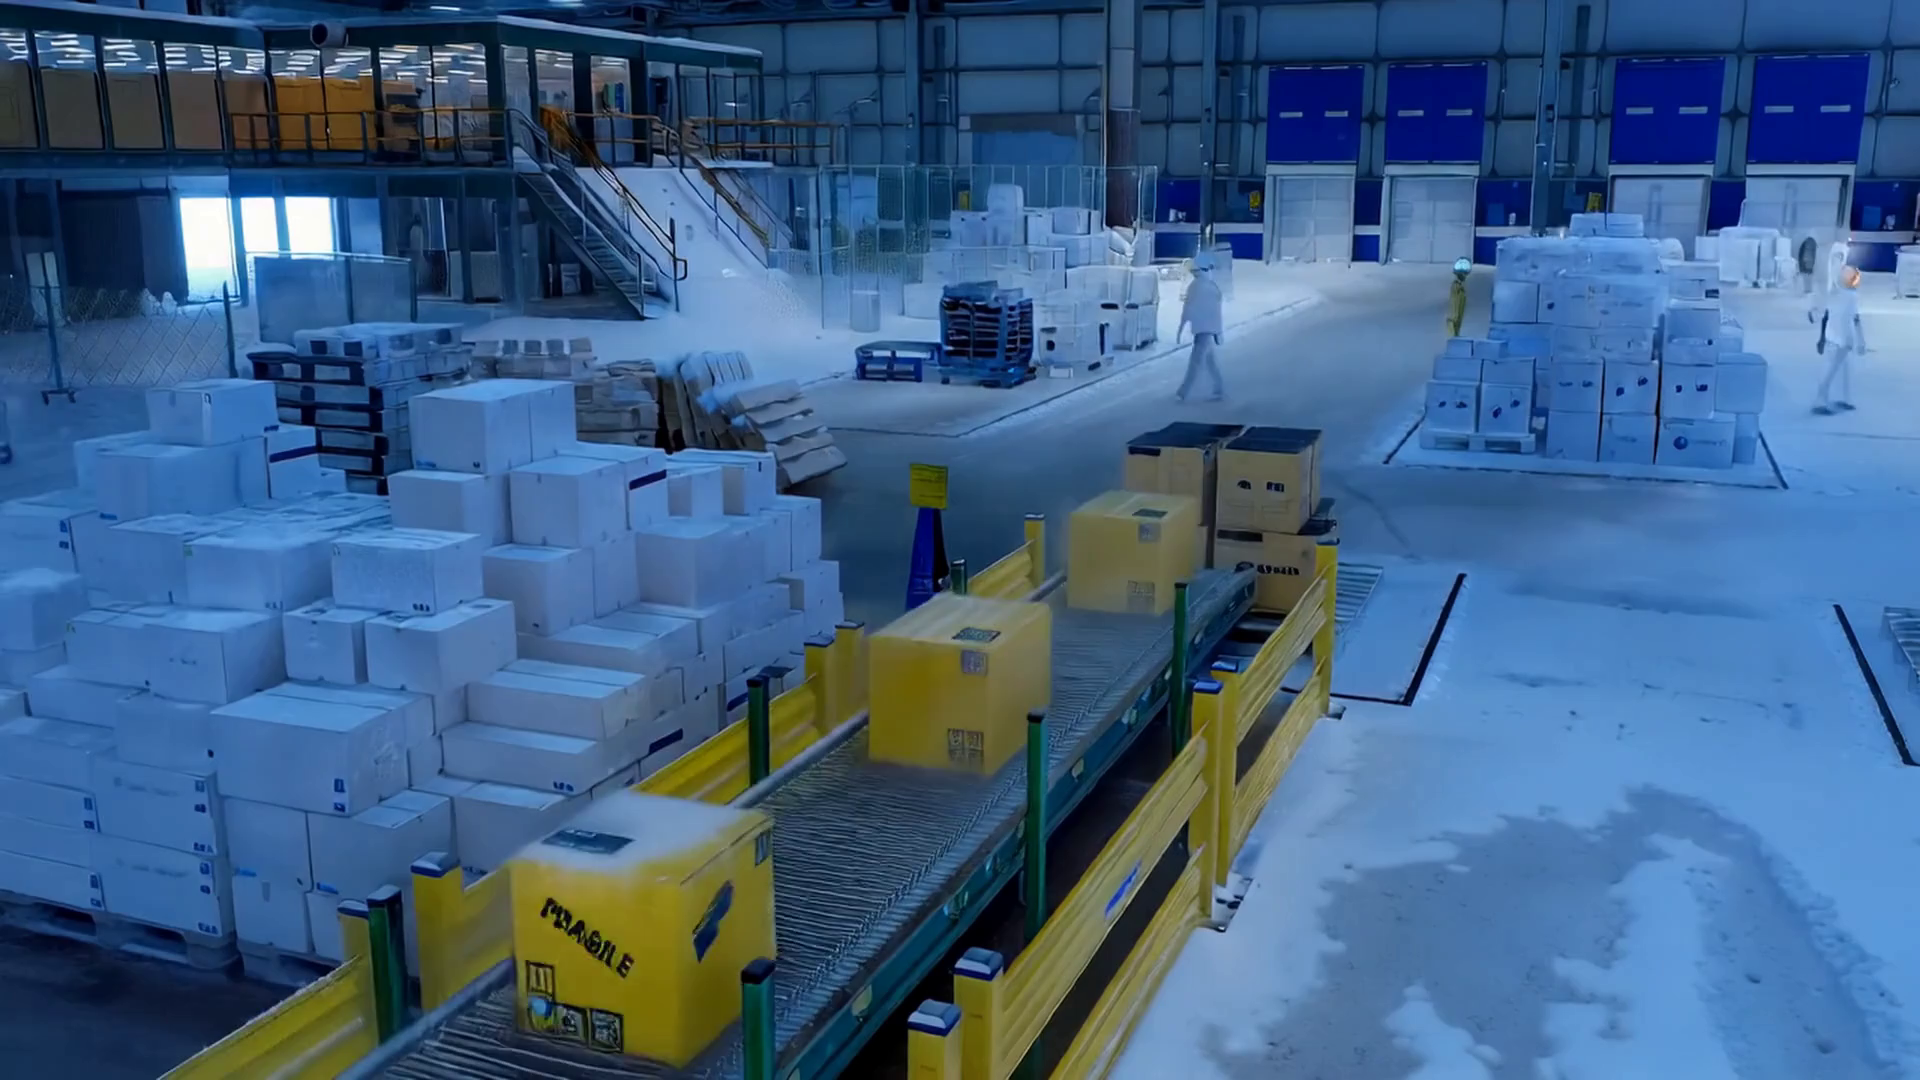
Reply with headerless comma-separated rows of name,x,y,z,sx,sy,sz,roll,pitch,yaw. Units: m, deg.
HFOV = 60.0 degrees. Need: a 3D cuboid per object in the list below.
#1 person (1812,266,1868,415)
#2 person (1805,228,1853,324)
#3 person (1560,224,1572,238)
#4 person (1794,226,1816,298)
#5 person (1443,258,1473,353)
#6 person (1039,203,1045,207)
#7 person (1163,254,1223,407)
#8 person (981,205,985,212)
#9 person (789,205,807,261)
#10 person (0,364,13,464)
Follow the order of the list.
person,10.967,-2.452,20.541,0.849,1.836,0.504,-2,13,-10
person,16.853,-5.053,32.057,0.635,1.913,0.832,-8,15,-31
person,13.745,-6.191,37.402,0.890,1.804,0.626,6,14,27
person,20.031,-6.569,39.338,0.319,1.693,0.533,3,13,11
person,7.176,-3.186,24.025,0.367,1.755,0.525,5,13,20
person,2.659,-9.912,53.779,0.603,1.938,0.402,0,13,1
person,3.015,-2.683,21.336,1.029,1.934,0.654,-6,14,-26
person,0.702,-9.283,50.956,0.545,1.939,0.354,-2,13,-10
person,-5.393,-10.175,55.182,0.625,1.840,0.430,-7,14,-28
person,-7.491,-0.754,12.525,0.607,2.024,0.610,-8,15,-31
